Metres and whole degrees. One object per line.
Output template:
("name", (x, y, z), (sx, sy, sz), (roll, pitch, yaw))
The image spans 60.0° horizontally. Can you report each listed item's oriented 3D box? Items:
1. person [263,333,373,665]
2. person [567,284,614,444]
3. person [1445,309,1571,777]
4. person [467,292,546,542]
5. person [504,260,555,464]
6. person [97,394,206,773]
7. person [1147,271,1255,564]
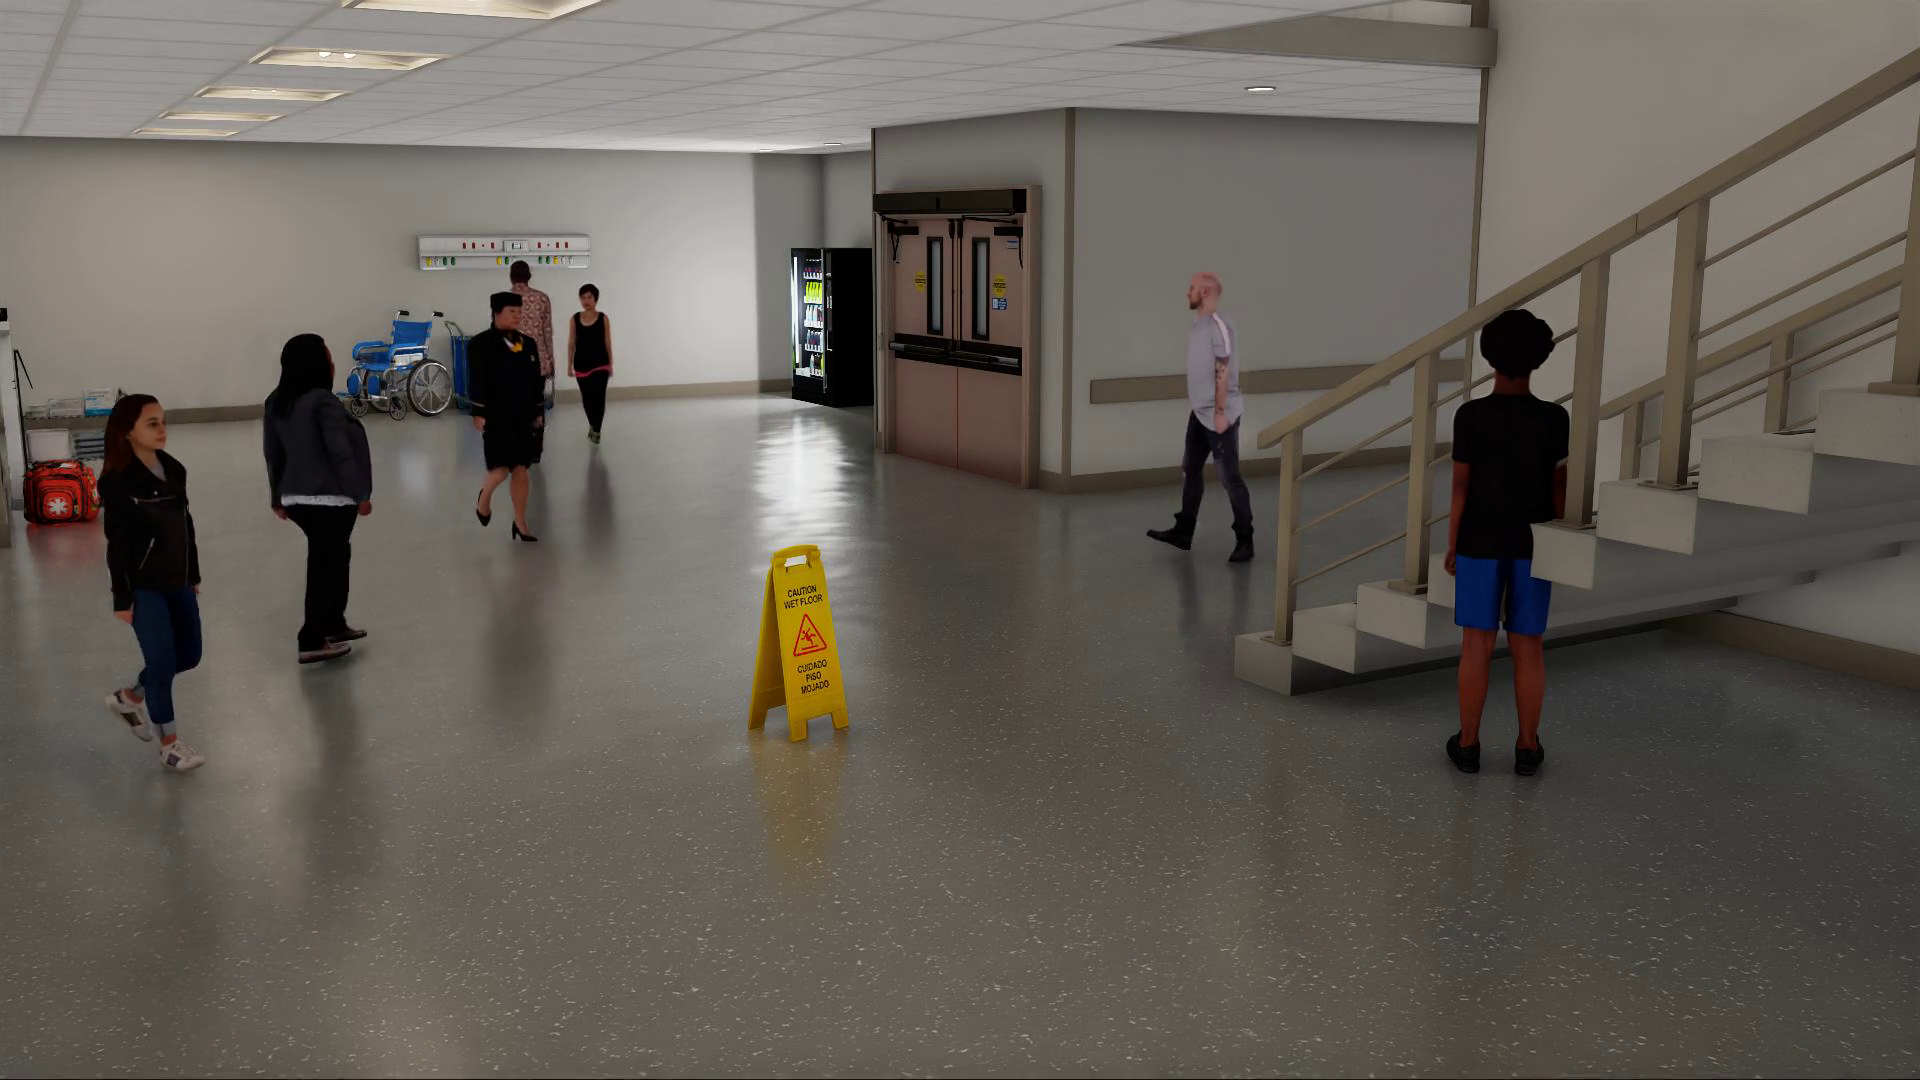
("person", (-3.155, -0.181, 8.024), (0.761, 1.577, 0.843), (9, 14, 39))
("person", (-3.576, -1.696, 16.178), (0.875, 1.514, 1.101), (0, 11, -2))
("person", (2.104, 0.012, 6.411), (0.708, 1.799, 0.763), (2, 11, 12))
("person", (-3.063, -0.806, 11.100), (0.888, 1.658, 0.816), (10, 15, 43))
("person", (-3.783, -1.532, 14.594), (0.690, 1.781, 0.937), (-6, 12, -30))
("person", (-3.192, 0.164, 6.493), (0.865, 1.470, 0.803), (3, 11, 16))
("person", (1.674, -0.785, 10.574), (1.038, 1.812, 0.946), (-3, 11, -13))
